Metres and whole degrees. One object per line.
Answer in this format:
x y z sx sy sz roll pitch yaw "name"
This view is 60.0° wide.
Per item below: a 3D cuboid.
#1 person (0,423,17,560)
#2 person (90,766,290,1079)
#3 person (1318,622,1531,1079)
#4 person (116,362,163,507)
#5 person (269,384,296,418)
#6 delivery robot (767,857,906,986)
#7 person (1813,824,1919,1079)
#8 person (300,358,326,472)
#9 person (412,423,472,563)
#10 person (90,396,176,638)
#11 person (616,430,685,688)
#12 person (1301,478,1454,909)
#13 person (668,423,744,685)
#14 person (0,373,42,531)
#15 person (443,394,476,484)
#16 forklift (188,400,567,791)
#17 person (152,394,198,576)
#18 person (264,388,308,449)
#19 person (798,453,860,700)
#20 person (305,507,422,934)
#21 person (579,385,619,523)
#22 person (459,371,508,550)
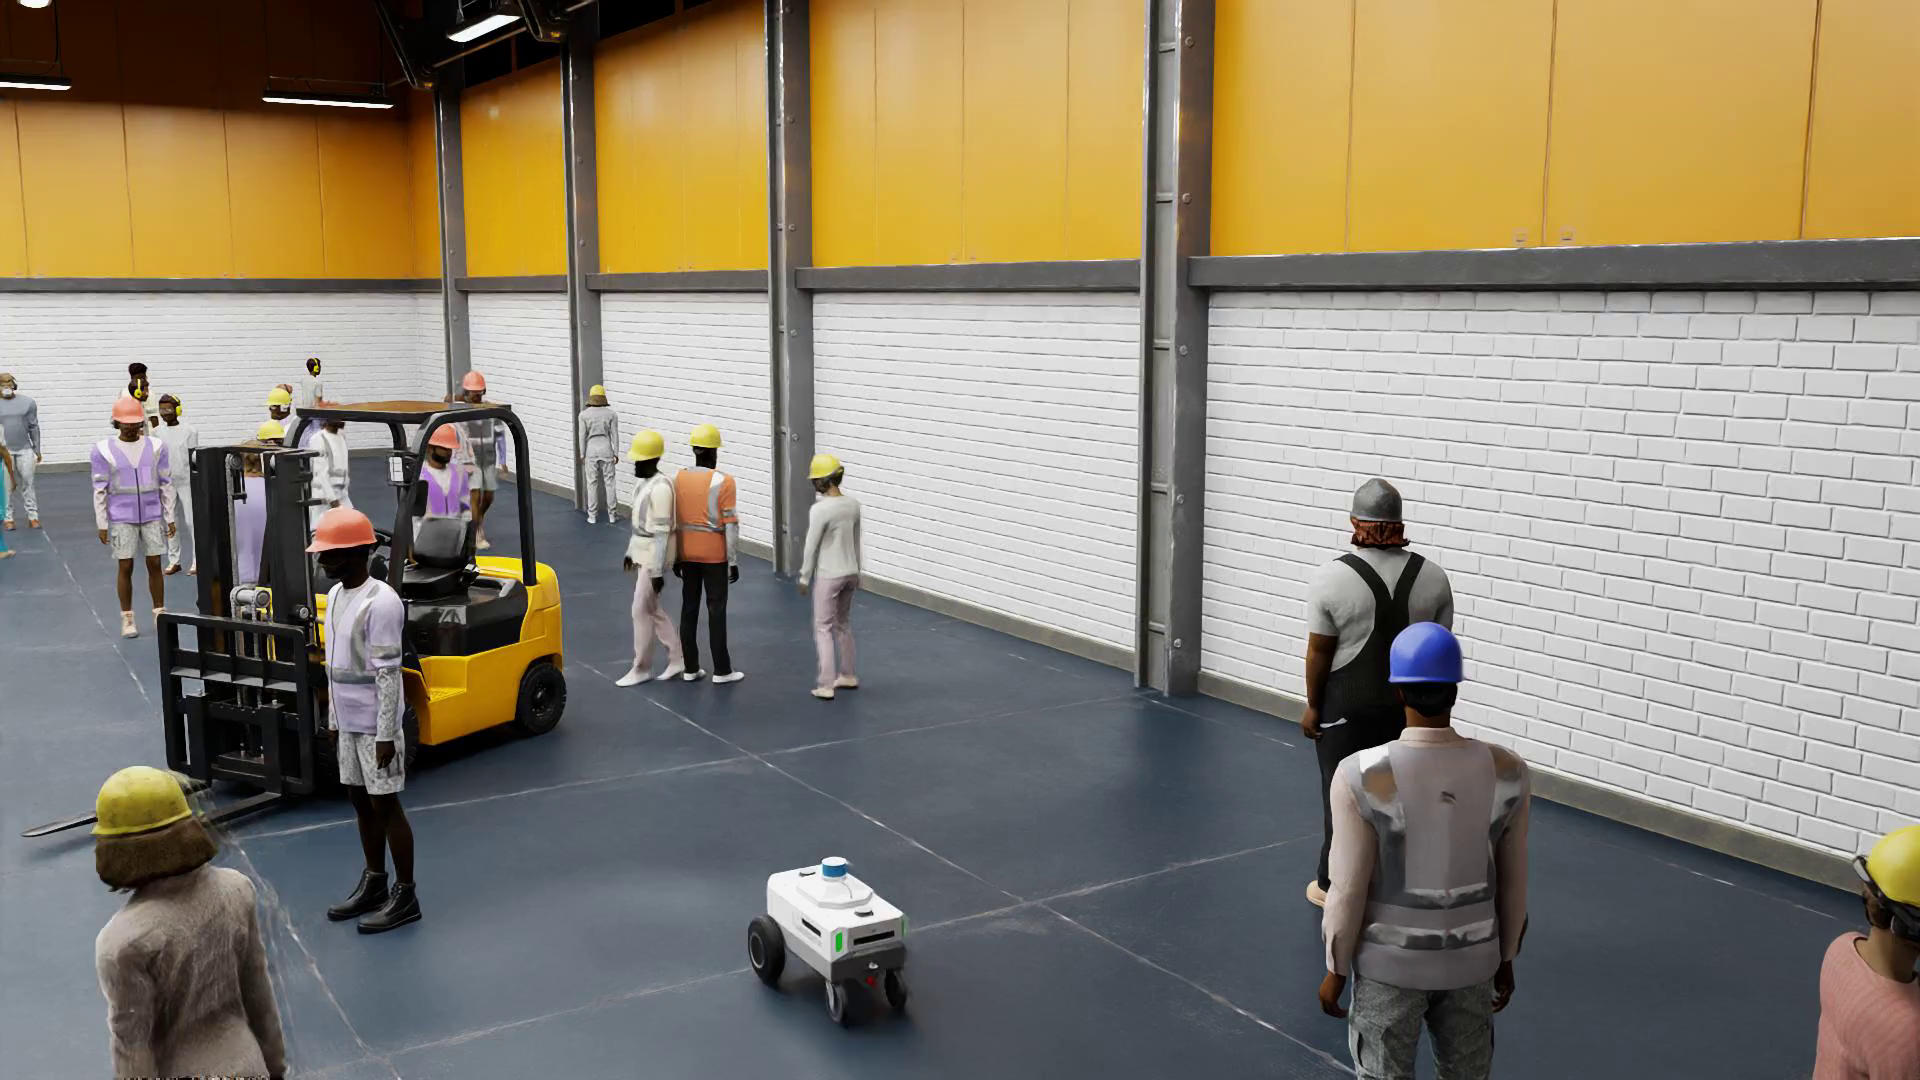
-10.407 -0.636 17.696 0.562 1.803 0.733 0 8 -2 "person"
-1.834 1.415 4.195 0.703 1.709 0.498 3 9 21 "person"
1.335 1.203 4.828 0.614 1.938 0.407 -1 9 -9 "person"
-10.980 -1.405 22.320 0.606 1.967 0.367 2 9 15 "person"
-9.337 -1.341 23.016 0.513 1.632 0.313 5 10 29 "person"
-0.513 1.549 6.833 0.477 0.478 0.707 -5 10 -30 "delivery robot"
2.027 1.469 3.670 0.342 1.756 0.533 2 9 12 "person"
-10.282 -1.966 26.484 0.502 1.861 0.328 5 10 31 "person"
-4.173 -0.009 13.178 0.932 1.892 0.569 8 11 42 "person"
-6.901 -0.187 13.925 0.611 2.030 0.410 -7 11 -39 "person"
-2.263 0.130 12.202 0.585 1.894 0.701 -3 9 -19 "person"
1.898 0.718 7.761 0.689 2.000 0.539 -1 9 -9 "person"
-1.882 0.105 12.278 0.589 1.927 0.388 4 9 22 "person"
-11.533 -1.074 20.239 0.641 1.927 0.386 -7 11 -40 "person"
-5.305 -0.619 17.471 0.429 1.836 0.633 -2 9 -15 "person"
-3.529 0.258 10.348 1.214 2.155 2.313 4 9 25 "forklift"
-7.988 -0.558 16.980 0.505 1.864 0.331 1 8 6 "person"
-7.520 -0.776 18.544 0.598 1.828 0.403 6 10 35 "person"
-0.908 0.254 11.868 0.369 1.754 0.553 5 10 32 "person"
-2.722 0.810 7.544 0.544 1.932 0.375 8 12 43 "person"
-4.534 -1.079 20.904 0.493 1.733 0.330 -2 9 -14 "person"
-5.500 -0.919 18.916 0.626 2.021 0.744 -5 10 -33 "person"
